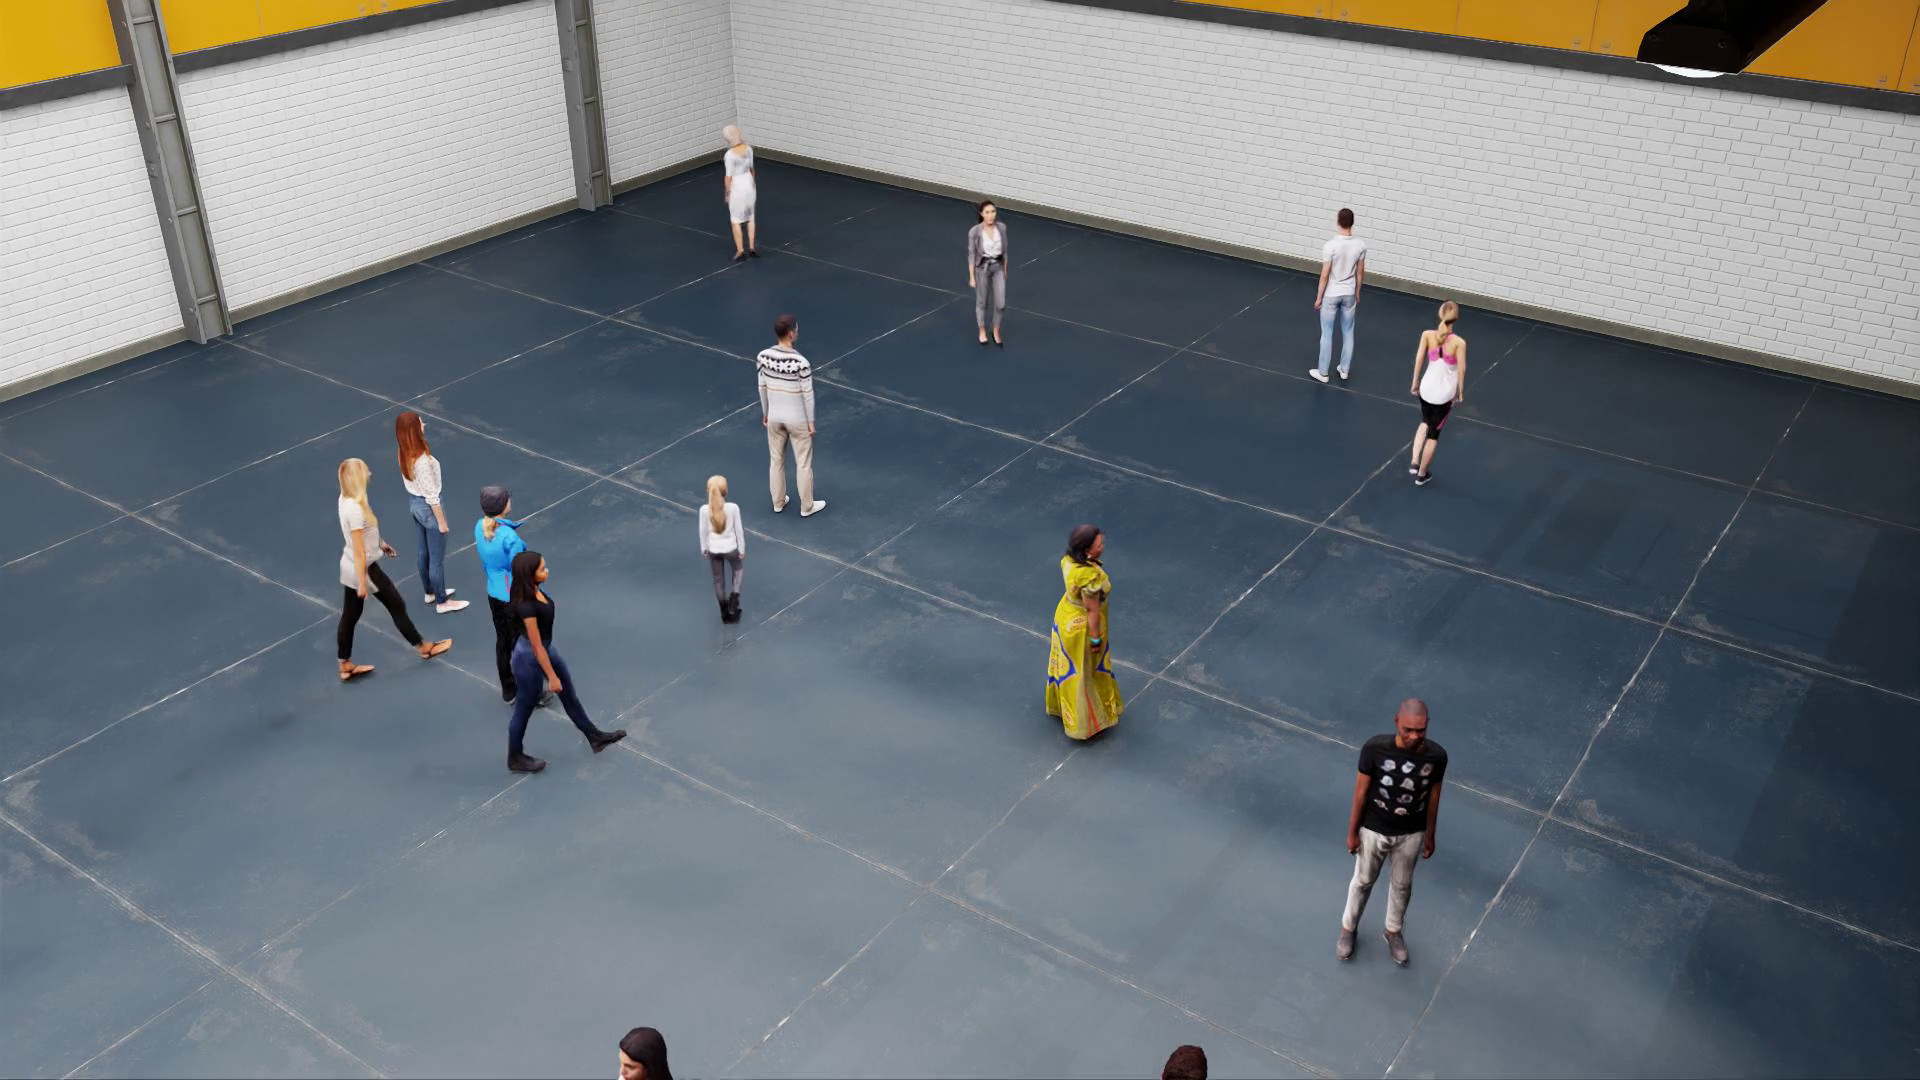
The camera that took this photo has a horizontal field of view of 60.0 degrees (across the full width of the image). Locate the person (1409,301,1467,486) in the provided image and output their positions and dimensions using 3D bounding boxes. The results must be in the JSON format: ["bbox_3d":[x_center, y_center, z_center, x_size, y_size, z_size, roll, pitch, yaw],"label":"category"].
[{"bbox_3d":[4.323,-1.299,15.198,0.625,1.775,0.605,22,35,34],"label":"person"}]

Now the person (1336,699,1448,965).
[{"bbox_3d":[2.529,1.677,9.711,0.755,1.804,0.755,3,29,6],"label":"person"}]

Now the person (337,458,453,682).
[{"bbox_3d":[-4.525,0.267,12.317,1.145,1.785,0.845,-21,35,-34],"label":"person"}]

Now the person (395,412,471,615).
[{"bbox_3d":[-4.268,-0.232,13.291,0.593,1.728,0.625,-22,36,-35],"label":"person"}]

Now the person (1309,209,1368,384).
[{"bbox_3d":[3.980,-2.565,17.434,0.704,1.856,0.786,-7,29,-13],"label":"person"}]

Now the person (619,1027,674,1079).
[{"bbox_3d":[-1.290,2.887,7.554,0.602,1.747,1.108,20,34,32],"label":"person"}]

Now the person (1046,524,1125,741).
[{"bbox_3d":[0.862,0.626,11.788,1.033,1.661,1.001,-9,30,-15],"label":"person"}]

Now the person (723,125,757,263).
[{"bbox_3d":[-2.714,-4.374,20.881,0.583,1.731,0.753,-12,31,-20],"label":"person"}]

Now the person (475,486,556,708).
[{"bbox_3d":[-3.267,0.418,12.029,0.622,1.796,0.520,21,35,33],"label":"person"}]

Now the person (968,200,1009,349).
[{"bbox_3d":[0.287,-2.954,18.351,0.772,1.661,0.840,-8,30,-15],"label":"person"}]

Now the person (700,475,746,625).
[{"bbox_3d":[-1.880,0.101,13.156,0.605,1.272,0.655,-1,29,-2],"label":"person"}]

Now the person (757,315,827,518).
[{"bbox_3d":[-1.523,-1.093,14.734,0.729,1.859,0.652,11,30,19],"label":"person"}]

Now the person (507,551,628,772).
[{"bbox_3d":[-2.982,0.863,11.310,1.115,1.702,1.052,-5,29,-9],"label":"person"}]
